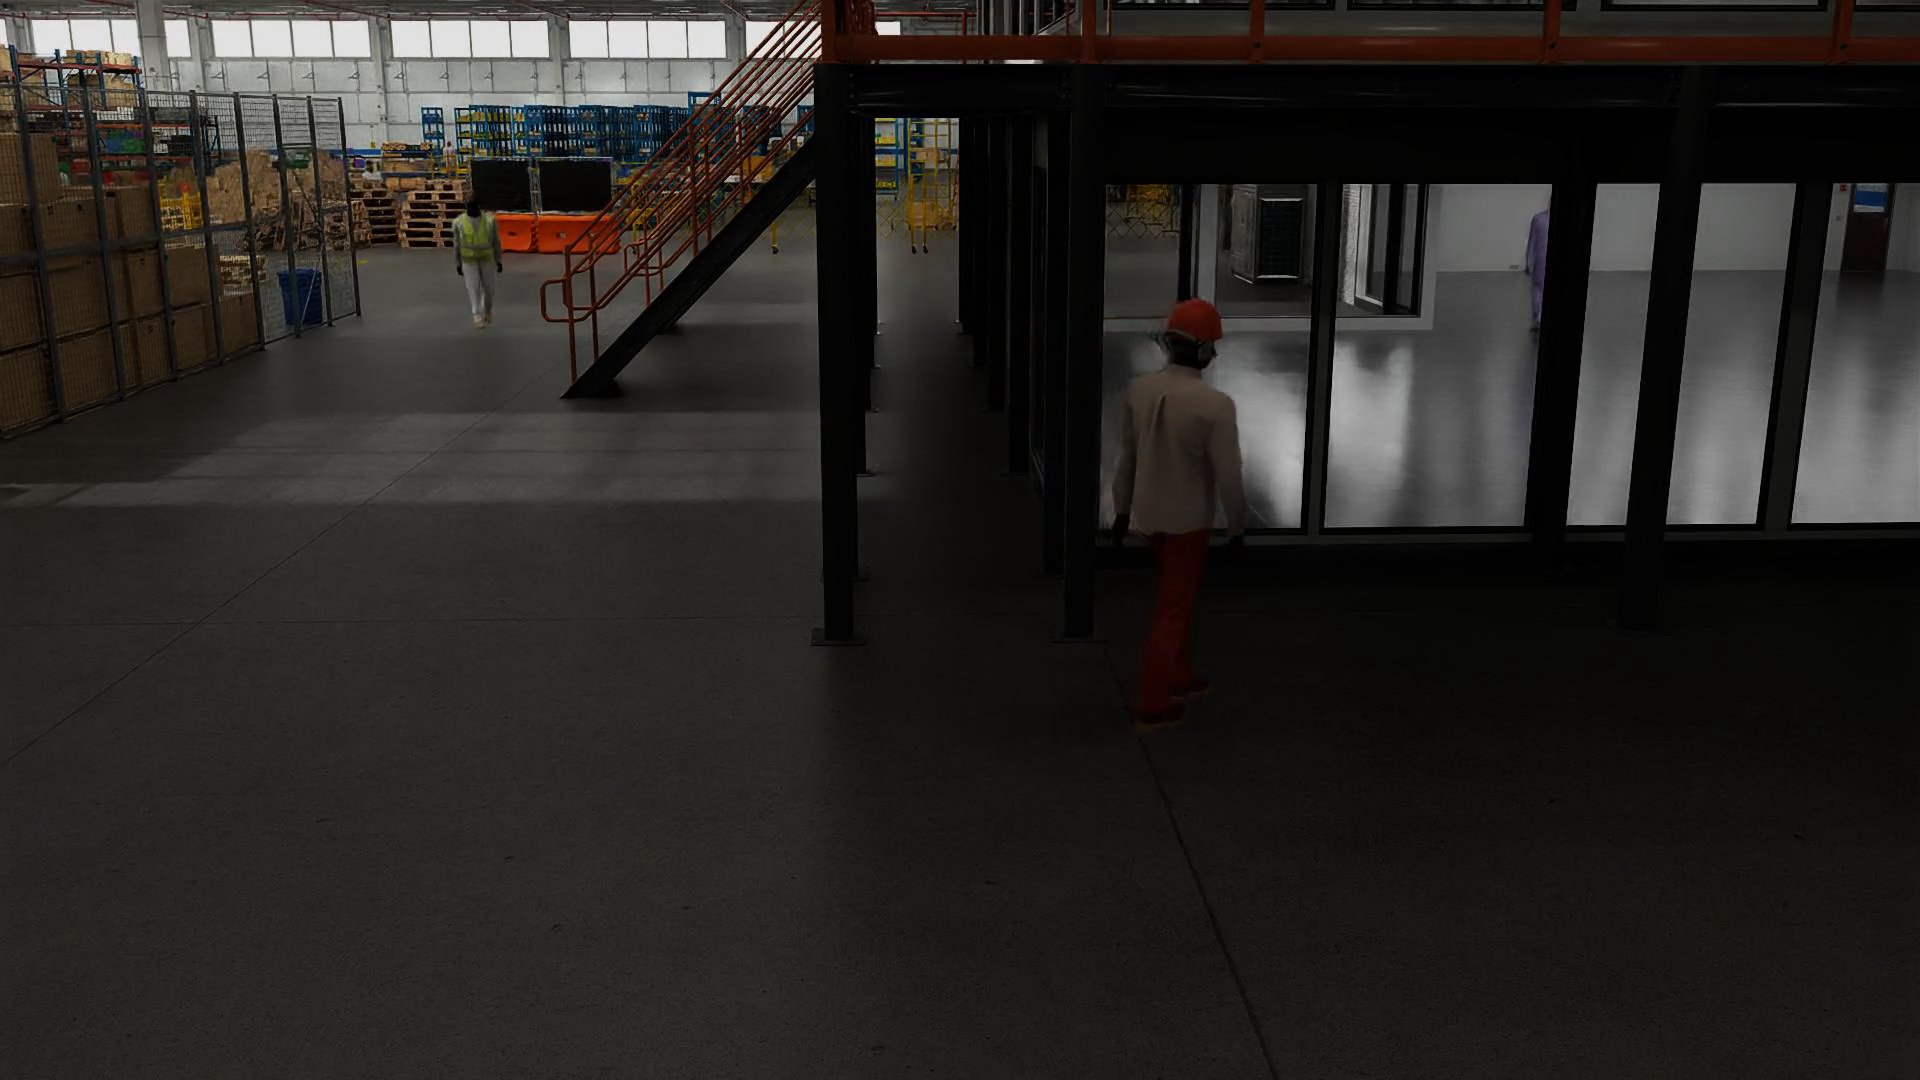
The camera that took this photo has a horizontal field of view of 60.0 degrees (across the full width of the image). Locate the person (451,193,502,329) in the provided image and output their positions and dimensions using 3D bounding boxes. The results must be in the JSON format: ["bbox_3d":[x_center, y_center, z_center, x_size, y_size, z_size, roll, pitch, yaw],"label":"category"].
[{"bbox_3d":[-6.561,-3.794,22.625,0.650,1.831,0.446,-5,15,-20],"label":"person"}]

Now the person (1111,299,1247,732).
[{"bbox_3d":[1.088,-0.118,7.636,0.788,1.968,0.661,-11,18,-38],"label":"person"}]

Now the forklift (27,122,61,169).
[{"bbox_3d":[-35.376,-14.773,64.377,1.129,2.768,1.873,-1,14,-2],"label":"forklift"}]

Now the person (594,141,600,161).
[{"bbox_3d":[-18.538,-19.578,85.379,0.396,1.992,0.623,9,17,32],"label":"person"}]

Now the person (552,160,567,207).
[{"bbox_3d":[-11.182,-9.714,46.468,0.389,1.747,0.524,2,14,9],"label":"person"}]

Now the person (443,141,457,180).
[{"bbox_3d":[-25.095,-18.667,81.916,0.650,1.907,0.409,0,14,2],"label":"person"}]

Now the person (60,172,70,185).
[{"bbox_3d":[-20.478,-7.640,37.571,0.684,2.000,0.536,-1,14,-3],"label":"person"}]

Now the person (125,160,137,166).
[{"bbox_3d":[-34.884,-15.564,70.070,0.266,1.631,0.507,13,19,42],"label":"person"}]

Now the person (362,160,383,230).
[{"bbox_3d":[-15.377,-9.038,43.633,0.560,1.821,0.950,0,14,-2],"label":"person"}]
